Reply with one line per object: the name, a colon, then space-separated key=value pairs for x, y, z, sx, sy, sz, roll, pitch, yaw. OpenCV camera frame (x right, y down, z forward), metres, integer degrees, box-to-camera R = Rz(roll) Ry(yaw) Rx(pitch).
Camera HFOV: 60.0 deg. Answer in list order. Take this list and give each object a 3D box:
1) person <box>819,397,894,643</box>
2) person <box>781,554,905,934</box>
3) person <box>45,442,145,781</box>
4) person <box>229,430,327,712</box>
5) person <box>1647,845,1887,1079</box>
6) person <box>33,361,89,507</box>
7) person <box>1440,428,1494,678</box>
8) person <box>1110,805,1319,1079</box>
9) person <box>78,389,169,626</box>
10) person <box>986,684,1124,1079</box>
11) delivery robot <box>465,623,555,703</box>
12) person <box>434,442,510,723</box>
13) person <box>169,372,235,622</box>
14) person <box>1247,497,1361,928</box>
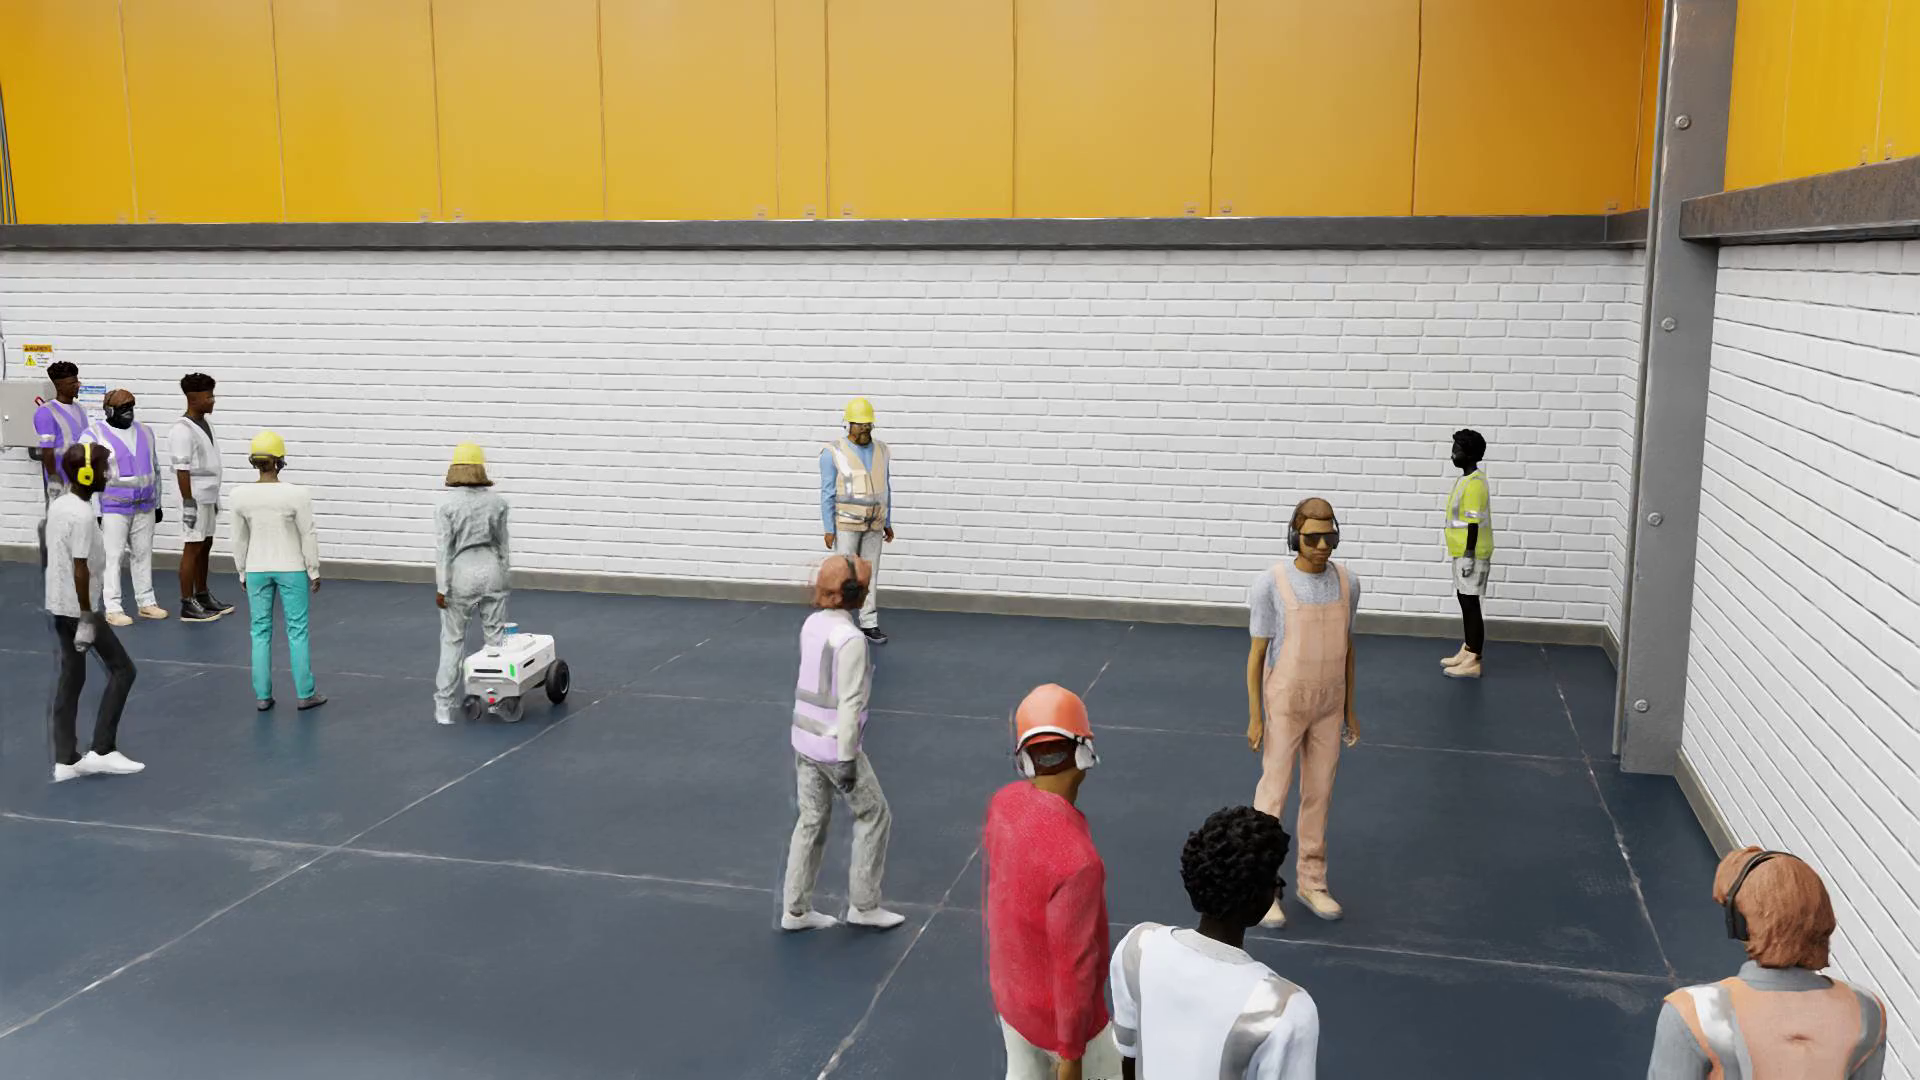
person: x=-0.735 y=-0.131 z=12.158 sx=0.599 sy=1.830 sz=0.403 roll=-7 pitch=12 yaw=-35
person: x=-0.468 y=0.863 z=6.943 sx=0.634 sy=1.614 sz=0.545 roll=-5 pitch=11 yaw=-26
person: x=-4.750 y=0.389 z=9.061 sx=0.540 sy=1.843 sz=0.562 roll=9 pitch=13 yaw=42
person: x=-4.269 y=0.199 z=10.404 sx=0.525 sy=1.772 sz=0.304 roll=0 pitch=10 yaw=-3
person: x=1.655 y=1.444 z=3.479 sx=0.526 sy=1.631 sz=0.313 roll=-2 pitch=10 yaw=-10
person: x=-7.614 y=-0.549 z=14.242 sx=0.367 sy=1.961 sz=0.603 roll=0 pitch=10 yaw=3
person: x=3.449 y=0.086 z=11.303 sx=0.321 sy=1.689 sz=0.530 roll=1 pitch=10 yaw=6
person: x=0.543 y=1.397 z=3.594 sx=0.320 sy=1.686 sz=0.539 roll=-9 pitch=13 yaw=-43
person: x=-6.470 y=-0.256 z=12.903 sx=0.430 sy=1.835 sz=0.628 roll=5 pitch=11 yaw=28
person: x=0.241 y=1.232 z=4.517 sx=0.754 sy=1.700 sz=0.556 roll=-4 pitch=10 yaw=-23
delivery robot: x=-2.802 y=0.763 z=10.373 sx=0.477 sy=0.478 sz=0.707 roll=1 pitch=10 yaw=7
person: x=-3.016 y=0.263 z=10.188 sx=0.550 sy=1.718 sz=0.382 roll=-8 pitch=13 yaw=-40
person: x=-5.959 y=-0.336 z=13.024 sx=0.395 sy=1.957 sz=0.607 roll=-1 pitch=10 yaw=-6
person: x=1.461 y=0.725 z=7.079 sx=0.515 sy=1.843 sz=0.326 roll=-3 pitch=10 yaw=-17
